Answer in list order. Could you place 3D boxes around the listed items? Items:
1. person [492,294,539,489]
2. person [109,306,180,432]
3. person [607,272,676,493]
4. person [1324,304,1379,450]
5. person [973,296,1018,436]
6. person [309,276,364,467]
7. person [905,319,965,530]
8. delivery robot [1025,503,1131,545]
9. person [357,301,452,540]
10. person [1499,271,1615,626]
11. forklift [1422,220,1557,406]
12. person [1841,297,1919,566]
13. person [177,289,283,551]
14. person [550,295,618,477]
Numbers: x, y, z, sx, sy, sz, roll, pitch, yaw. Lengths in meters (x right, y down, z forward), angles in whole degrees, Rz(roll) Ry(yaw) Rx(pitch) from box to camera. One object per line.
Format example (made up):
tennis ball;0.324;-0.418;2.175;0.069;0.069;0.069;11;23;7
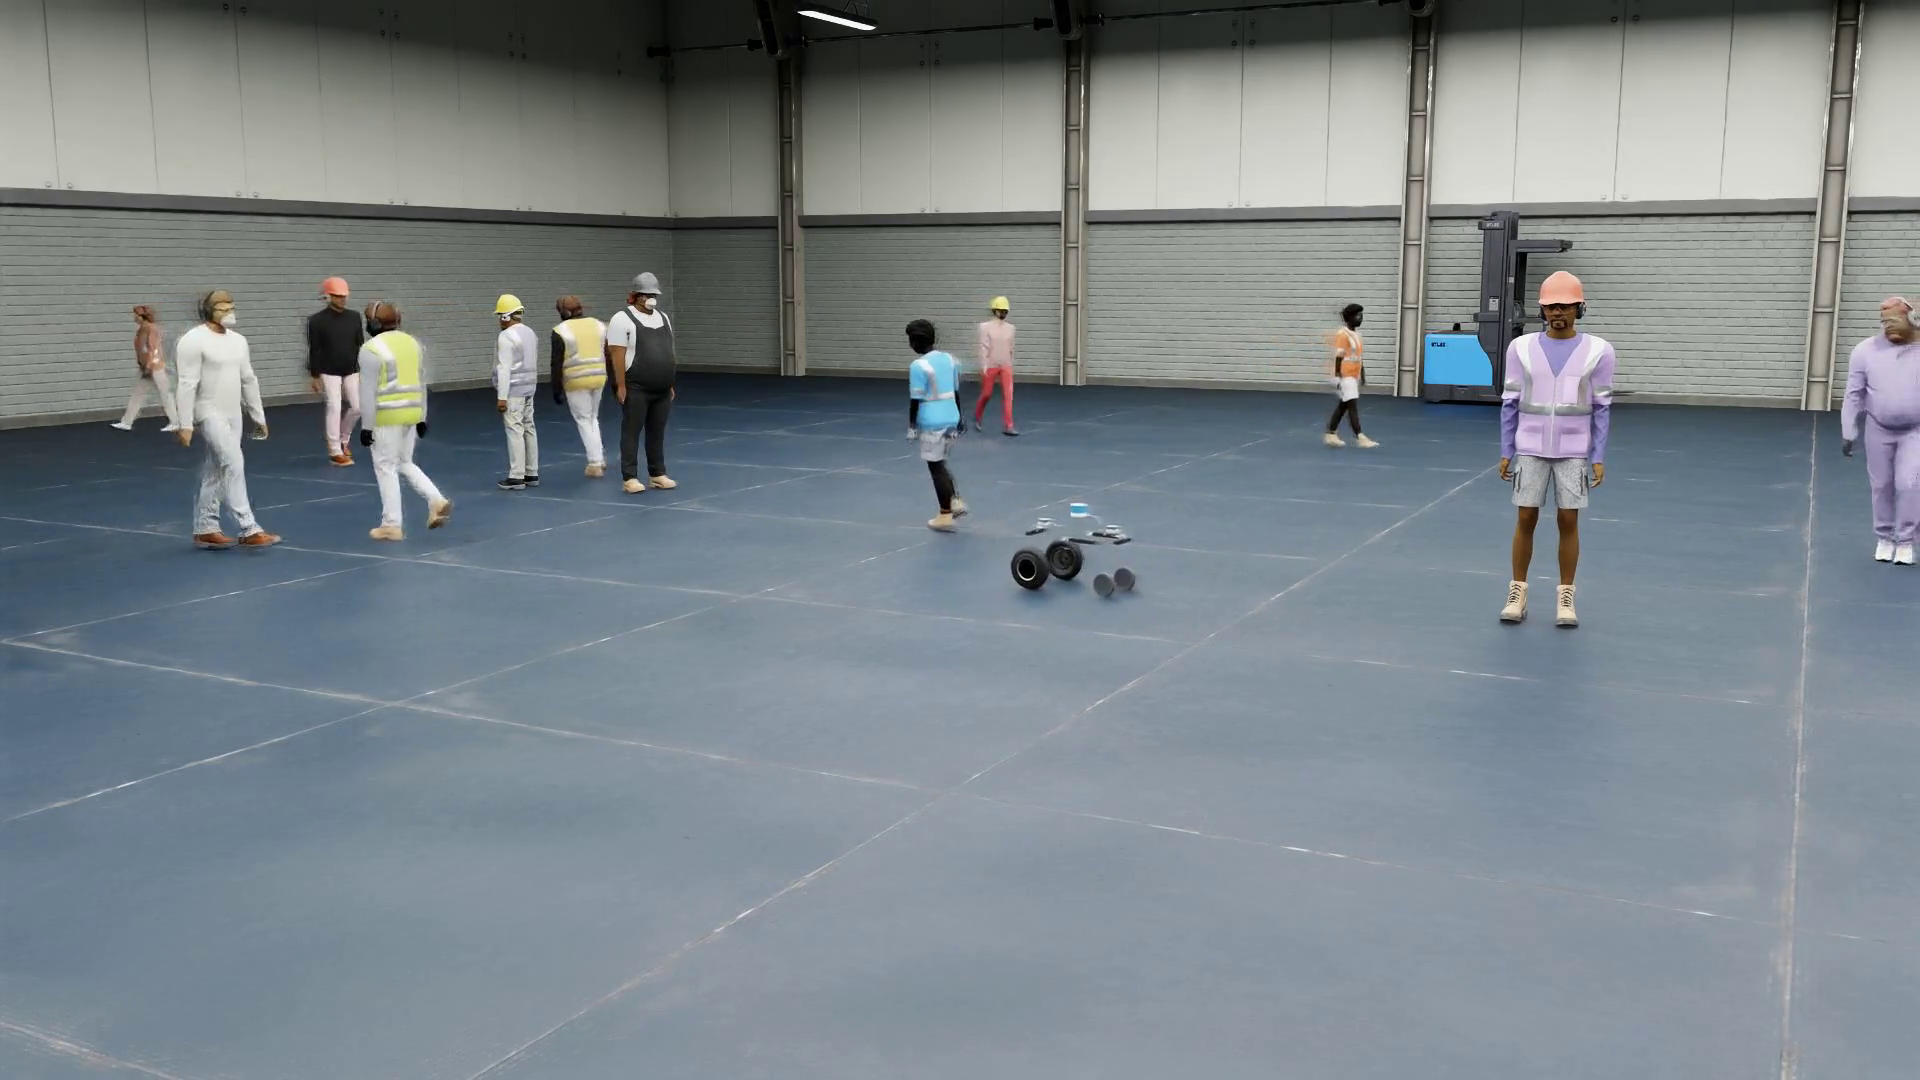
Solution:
person;-4.217;-1.405;15.760;0.403;1.824;0.594;2;9;13
person;-10.316;-2.144;20.999;0.520;1.600;0.846;8;12;40
person;-2.904;-1.456;15.526;0.536;2.000;0.688;7;12;38
person;4.532;-1.886;19.187;0.716;1.665;0.548;6;11;33
person;0.443;-2.208;20.963;0.522;1.734;0.802;-4;10;-25
person;-6.531;-1.769;17.491;0.514;1.985;0.661;7;11;36
person;-0.203;-0.908;13.135;0.401;1.664;0.599;6;11;34
delivery robot;0.764;-0.122;10.782;0.698;0.223;0.335;7;11;35
person;-4.290;-0.912;12.719;0.562;1.828;0.639;3;10;18
person;3.439;-0.524;9.642;0.607;2.044;0.372;4;10;23
forklift;8.245;-3.527;25.720;1.873;2.768;1.129;5;10;27
person;6.520;-0.749;11.591;0.664;1.864;0.777;7;11;36
person;-5.274;-0.862;12.132;0.890;1.905;0.663;2;9;12
person;-3.795;-1.538;16.623;0.561;1.802;0.690;9;13;44
